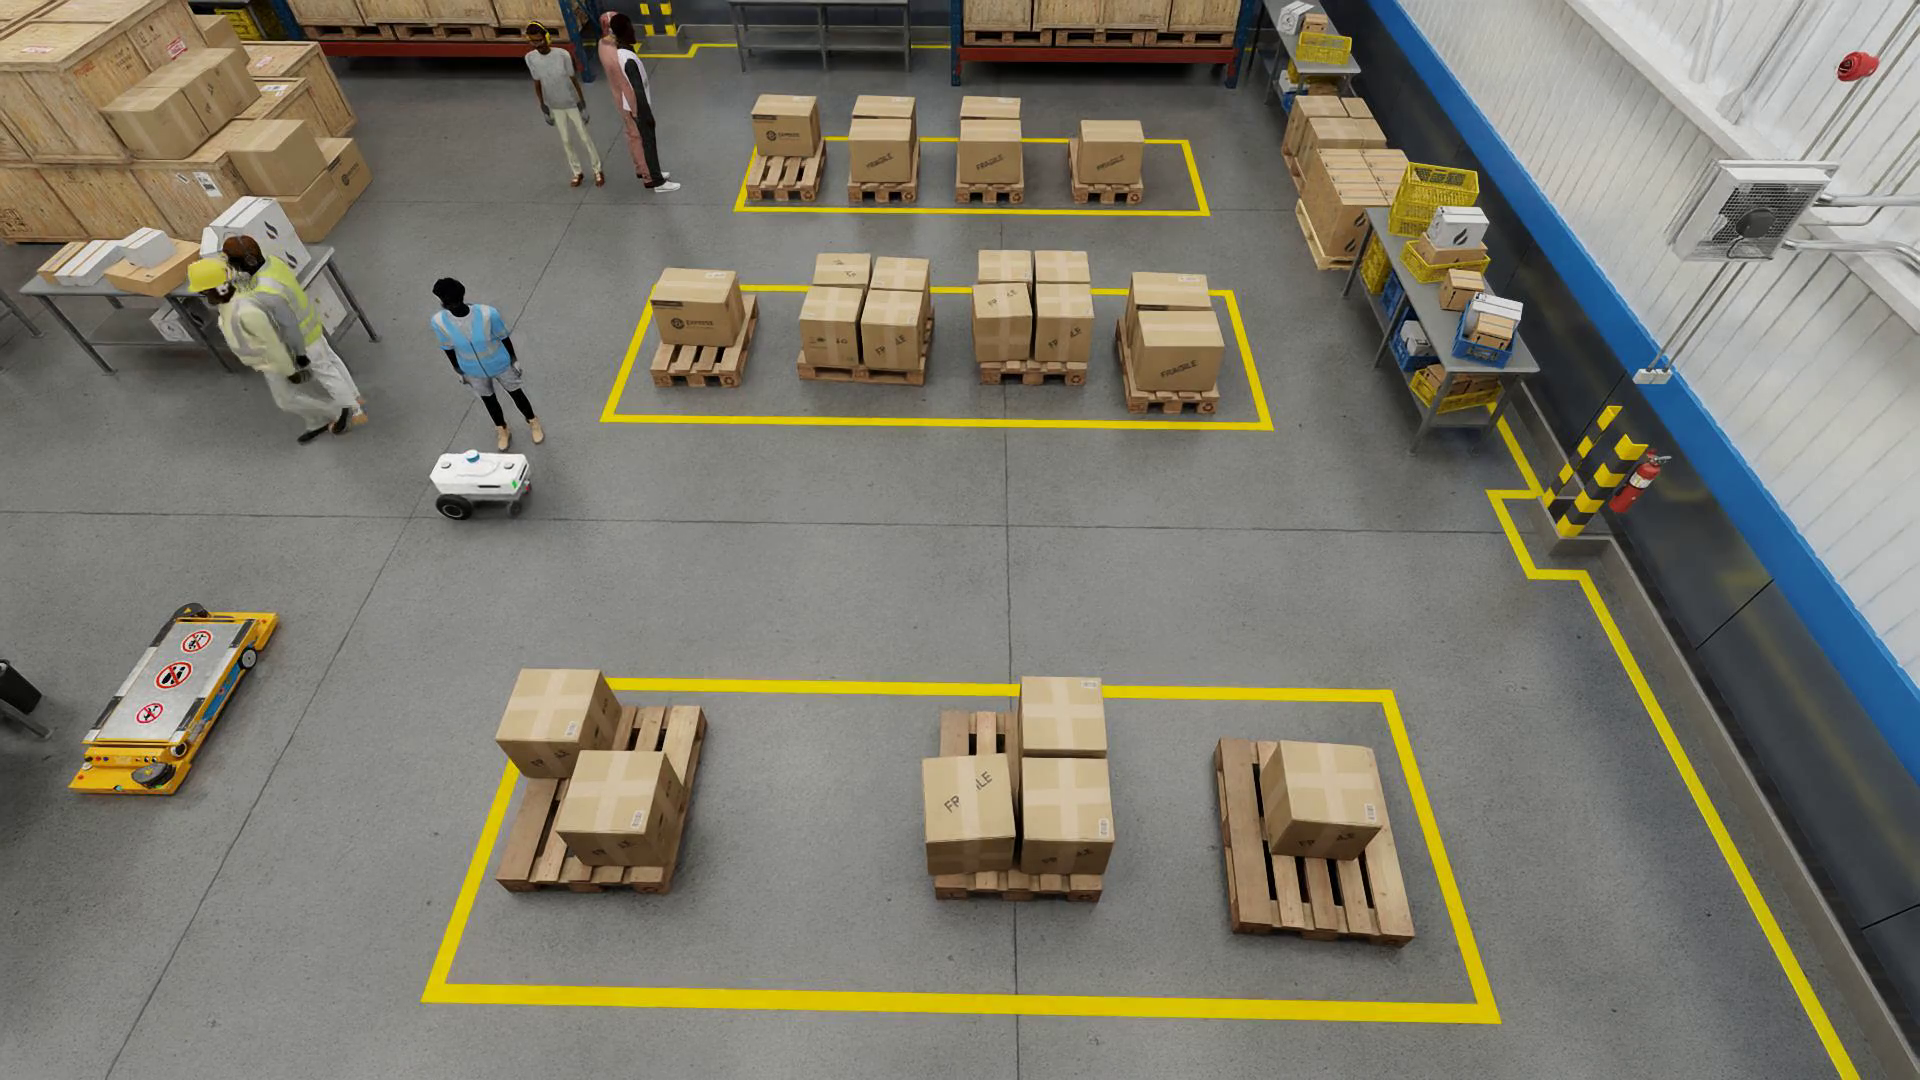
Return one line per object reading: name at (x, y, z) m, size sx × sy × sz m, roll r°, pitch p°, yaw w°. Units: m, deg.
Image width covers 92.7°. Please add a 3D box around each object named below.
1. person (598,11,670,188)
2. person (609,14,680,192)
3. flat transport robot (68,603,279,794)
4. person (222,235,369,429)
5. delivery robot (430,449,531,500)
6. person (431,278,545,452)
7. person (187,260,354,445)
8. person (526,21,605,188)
person at (-3.777, -5.049, 10.558) m, size 0.407 × 1.904 × 0.654 m, roll -23°, pitch 53°, yaw -18°
person at (-3.672, -4.963, 10.477) m, size 0.391 × 1.920 × 0.588 m, roll -25°, pitch 54°, yaw -20°
flat transport robot at (-5.504, 1.072, 6.442) m, size 0.652 × 0.197 × 1.431 m, roll 1°, pitch 50°, yaw 1°
person at (-5.643, -1.755, 7.810) m, size 0.429 × 1.847 × 0.626 m, roll -20°, pitch 53°, yaw -16°
delivery robot at (-3.939, -0.541, 7.563) m, size 0.707 × 0.478 × 0.477 m, roll 0°, pitch 50°, yaw 0°
person at (-3.943, -1.450, 7.647) m, size 0.540 × 1.695 × 0.317 m, roll -13°, pitch 51°, yaw -11°
person at (-5.762, -1.536, 7.643) m, size 0.411 × 1.814 × 0.615 m, roll -37°, pitch 59°, yaw -27°
person at (-4.537, -4.966, 10.522) m, size 0.515 × 1.863 × 0.347 m, roll -5°, pitch 50°, yaw -5°
